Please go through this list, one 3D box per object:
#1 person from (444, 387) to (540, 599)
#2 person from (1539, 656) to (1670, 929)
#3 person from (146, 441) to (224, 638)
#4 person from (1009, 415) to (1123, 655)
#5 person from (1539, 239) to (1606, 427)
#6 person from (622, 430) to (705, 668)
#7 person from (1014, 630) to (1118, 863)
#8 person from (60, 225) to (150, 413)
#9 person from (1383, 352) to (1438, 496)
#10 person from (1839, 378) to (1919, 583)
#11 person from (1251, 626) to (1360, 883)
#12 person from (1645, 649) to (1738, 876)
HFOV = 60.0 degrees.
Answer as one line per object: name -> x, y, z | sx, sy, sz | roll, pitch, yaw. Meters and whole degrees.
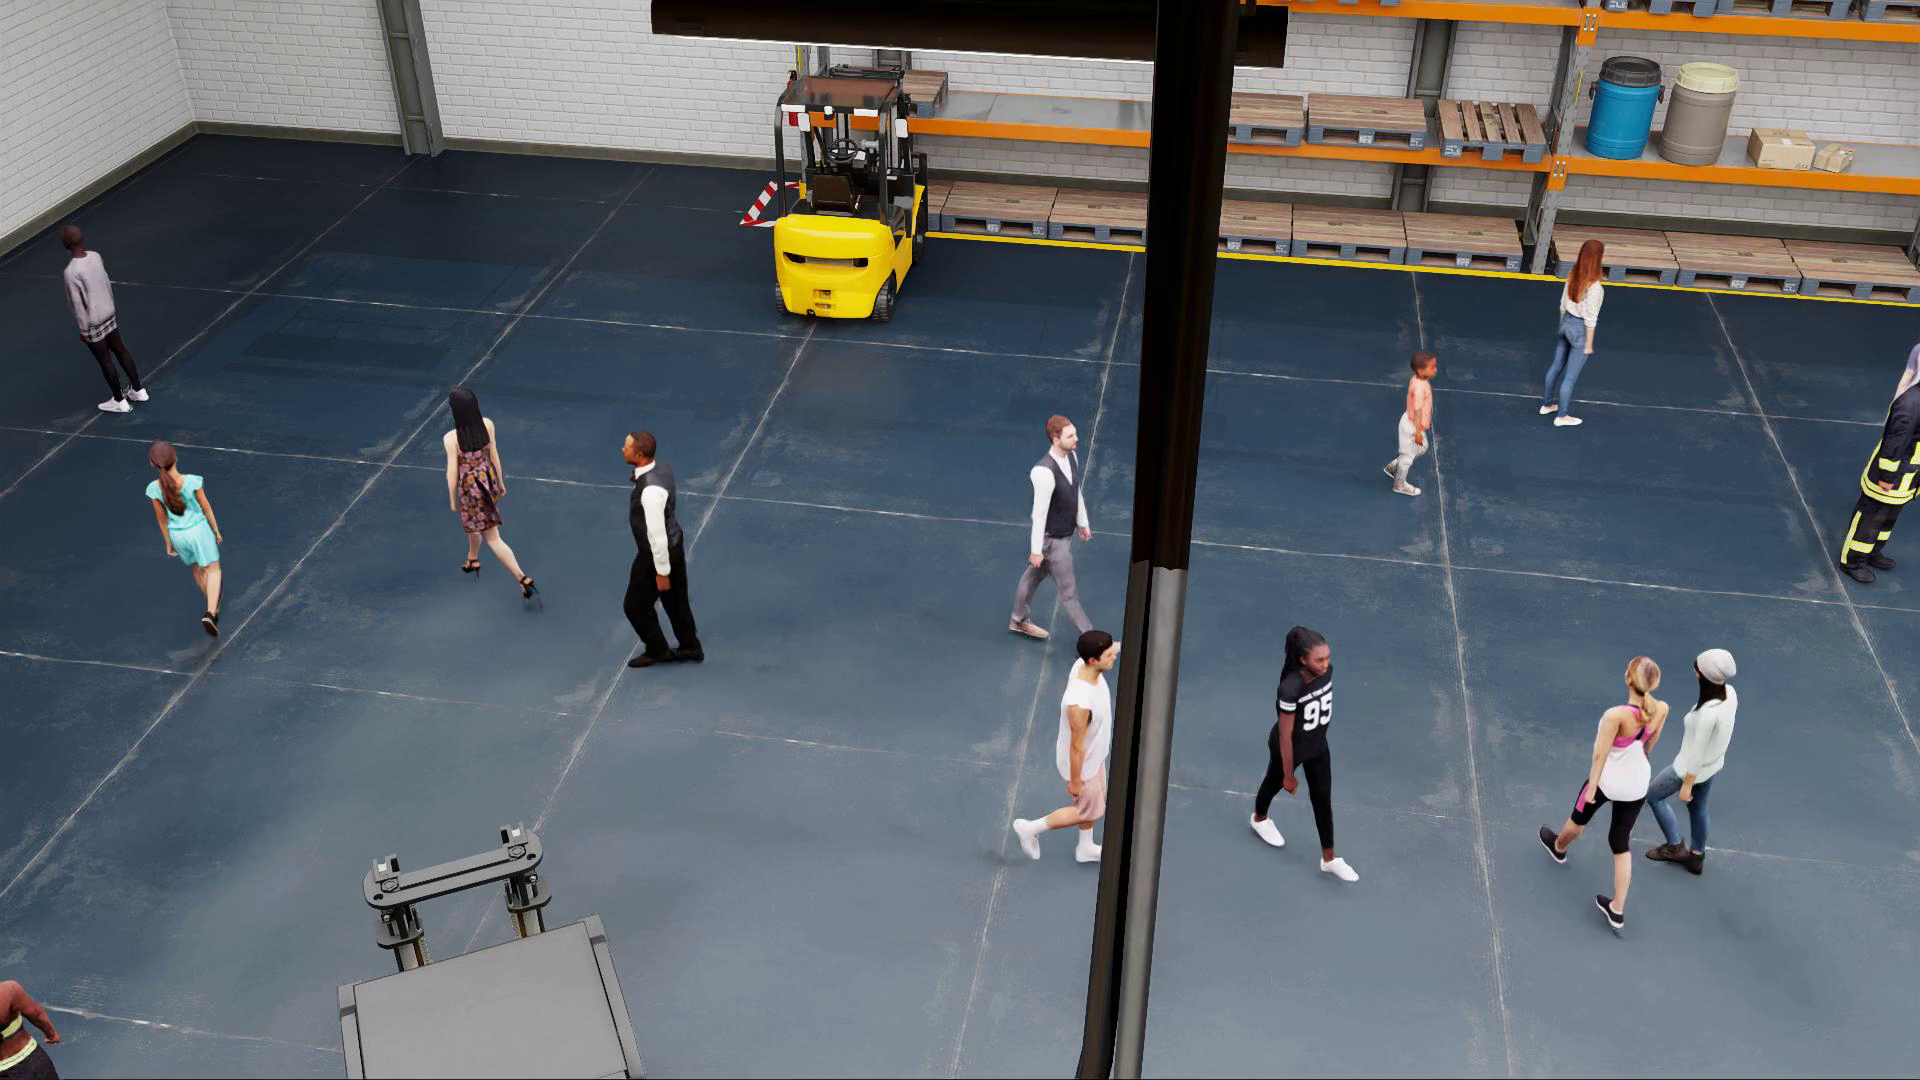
person -> -3.534, -0.298, 12.376 | 1.218, 1.733, 0.958 | 23, 40, 30
person -> 3.870, 1.491, 9.674 | 1.104, 1.744, 0.955 | -7, 34, -11
person -> -5.596, -0.005, 12.107 | 0.976, 1.542, 0.857 | -8, 35, -12
person -> 0.586, -0.057, 11.864 | 1.246, 1.897, 0.892 | 14, 36, 20
person -> 5.433, -1.845, 14.708 | 0.646, 1.728, 0.647 | -9, 35, -14
person -> -2.012, 0.088, 11.643 | 0.836, 1.901, 0.801 | 0, 34, -1
person -> 0.659, 1.272, 9.975 | 0.894, 1.776, 0.652 | 7, 34, 10
person -> -7.709, -1.987, 14.877 | 0.564, 1.777, 0.609 | 6, 34, 9
person -> 3.702, -0.971, 13.776 | 0.612, 1.302, 0.544 | 13, 36, 19
person -> 7.137, -0.589, 12.638 | 0.886, 1.927, 0.939 | -22, 40, -30
person -> 1.983, 1.230, 10.109 | 1.043, 1.696, 1.125 | -23, 40, -30
person -> 4.466, 1.377, 9.945 | 0.832, 1.634, 0.794 | 26, 42, 34
